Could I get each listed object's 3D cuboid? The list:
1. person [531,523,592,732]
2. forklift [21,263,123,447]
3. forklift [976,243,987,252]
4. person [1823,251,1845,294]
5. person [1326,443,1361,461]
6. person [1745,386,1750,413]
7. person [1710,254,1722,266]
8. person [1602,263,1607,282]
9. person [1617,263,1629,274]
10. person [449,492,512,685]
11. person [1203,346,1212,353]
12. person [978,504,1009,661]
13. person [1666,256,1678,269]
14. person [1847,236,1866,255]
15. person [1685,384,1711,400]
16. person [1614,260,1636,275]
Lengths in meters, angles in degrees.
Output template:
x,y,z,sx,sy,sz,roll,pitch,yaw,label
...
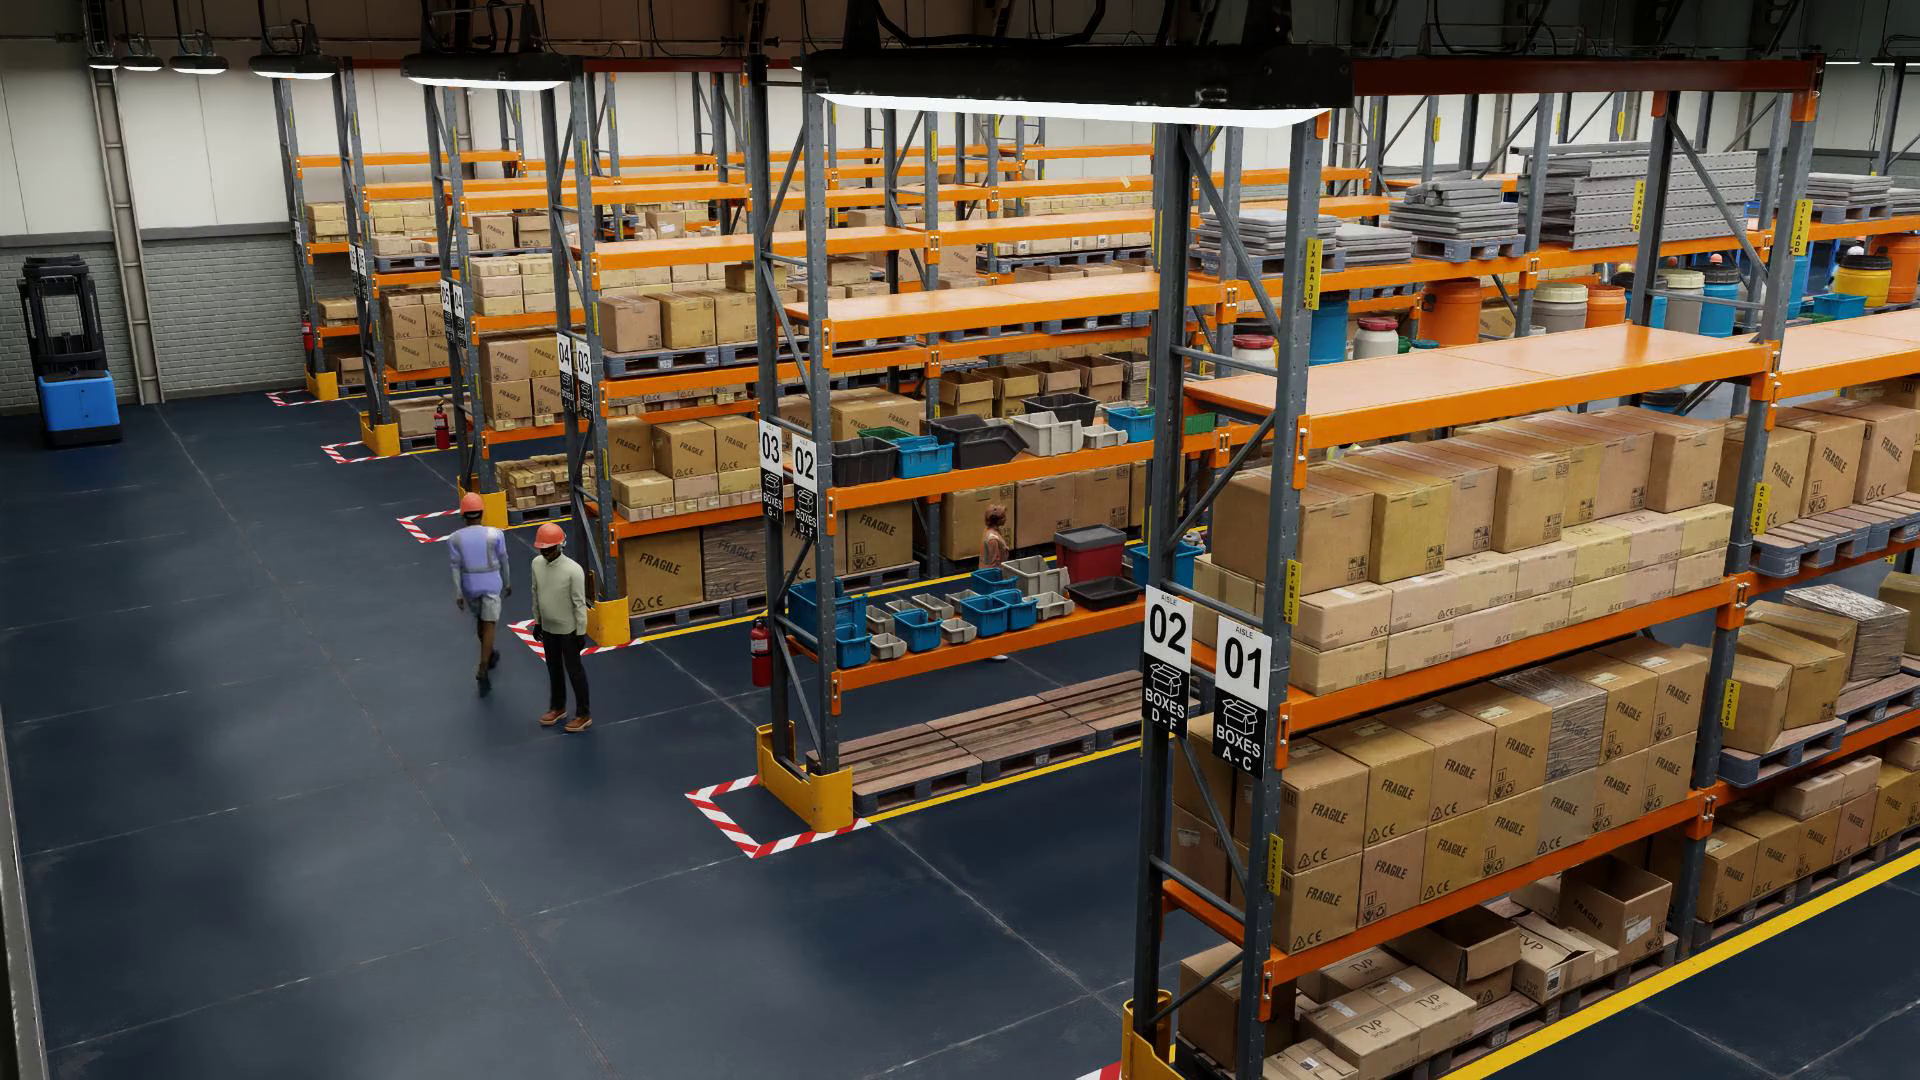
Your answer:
x,y,z,sx,sy,sz,roll,pitch,yaw,label
-3.682,0.790,14.472,0.623,1.986,0.415,10,20,30,person
-14.518,-3.079,25.708,1.129,2.768,1.873,-10,20,-31,forklift
0.988,-5.474,34.718,1.214,2.155,2.313,-10,20,-31,forklift
20.688,-5.993,37.272,0.889,1.646,0.545,12,21,35,person
4.566,-0.509,18.962,0.429,1.842,0.637,-9,19,-28,person
12.454,-2.240,24.634,0.556,1.847,0.537,9,19,28,person
16.352,-5.249,34.338,0.542,1.939,0.363,-4,17,-13,person
17.773,-8.037,43.617,0.532,1.866,0.397,-9,19,-26,person
13.762,-4.840,33.063,0.609,1.897,0.791,-4,17,-12,person
-4.770,0.475,15.661,0.534,1.896,0.963,0,17,-1,person
3.810,-2.216,24.794,0.890,1.687,0.506,-12,21,-35,person
0.347,0.419,16.265,0.310,1.636,0.523,-1,17,-4,person
15.468,-5.255,34.496,0.578,1.862,0.582,-16,23,-42,person
21.830,-6.499,38.446,0.378,1.932,0.551,-3,17,-10,person
13.444,-3.471,28.621,0.637,1.866,0.595,-5,18,-17,person
16.428,-6.666,38.938,0.621,1.969,0.771,13,21,37,person
